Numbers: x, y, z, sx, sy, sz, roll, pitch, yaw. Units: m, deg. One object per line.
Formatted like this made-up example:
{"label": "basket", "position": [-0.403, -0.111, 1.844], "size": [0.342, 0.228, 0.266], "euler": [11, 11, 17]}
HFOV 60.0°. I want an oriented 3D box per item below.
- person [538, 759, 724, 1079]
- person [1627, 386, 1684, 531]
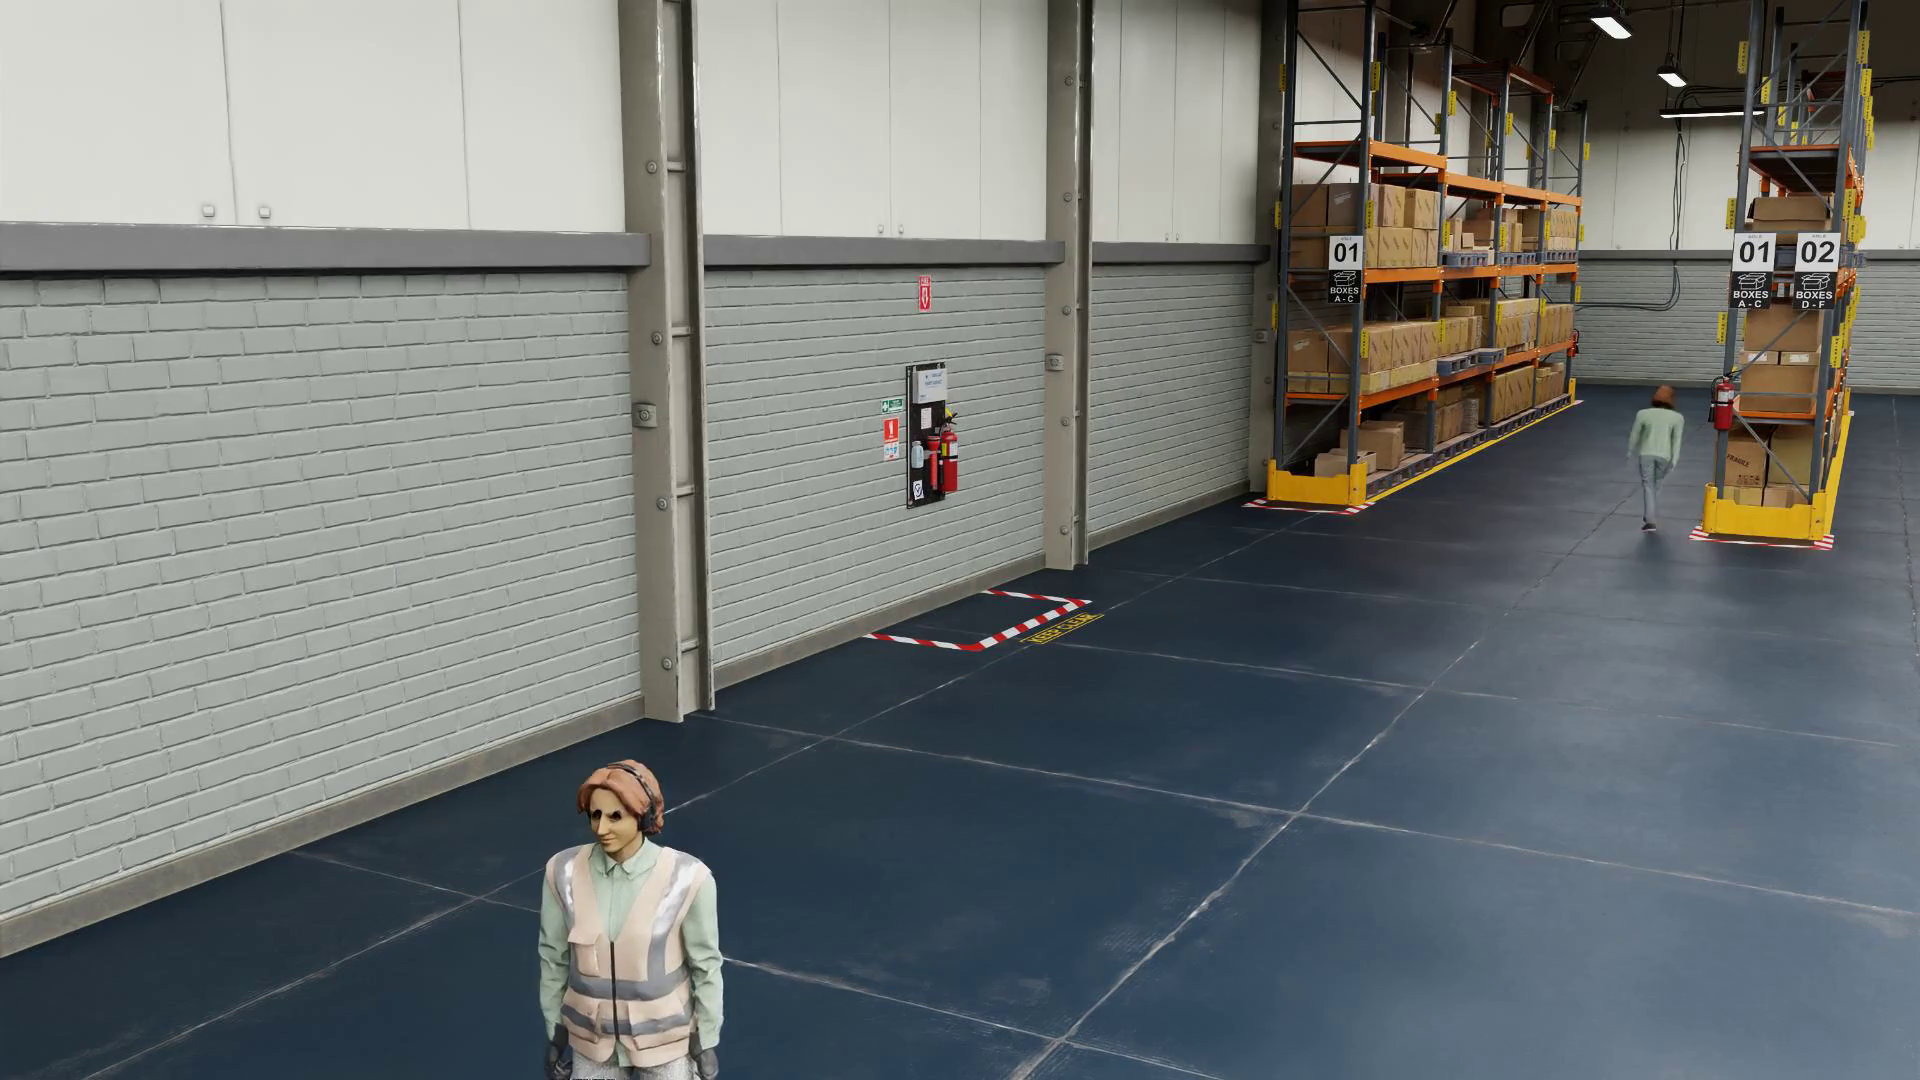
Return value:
{"label": "person", "position": [-0.907, 1.400, 4.613], "size": [0.518, 1.639, 0.312], "euler": [2, 10, 9]}
{"label": "person", "position": [7.639, -0.900, 18.268], "size": [0.509, 1.568, 0.900], "euler": [2, 10, 11]}
